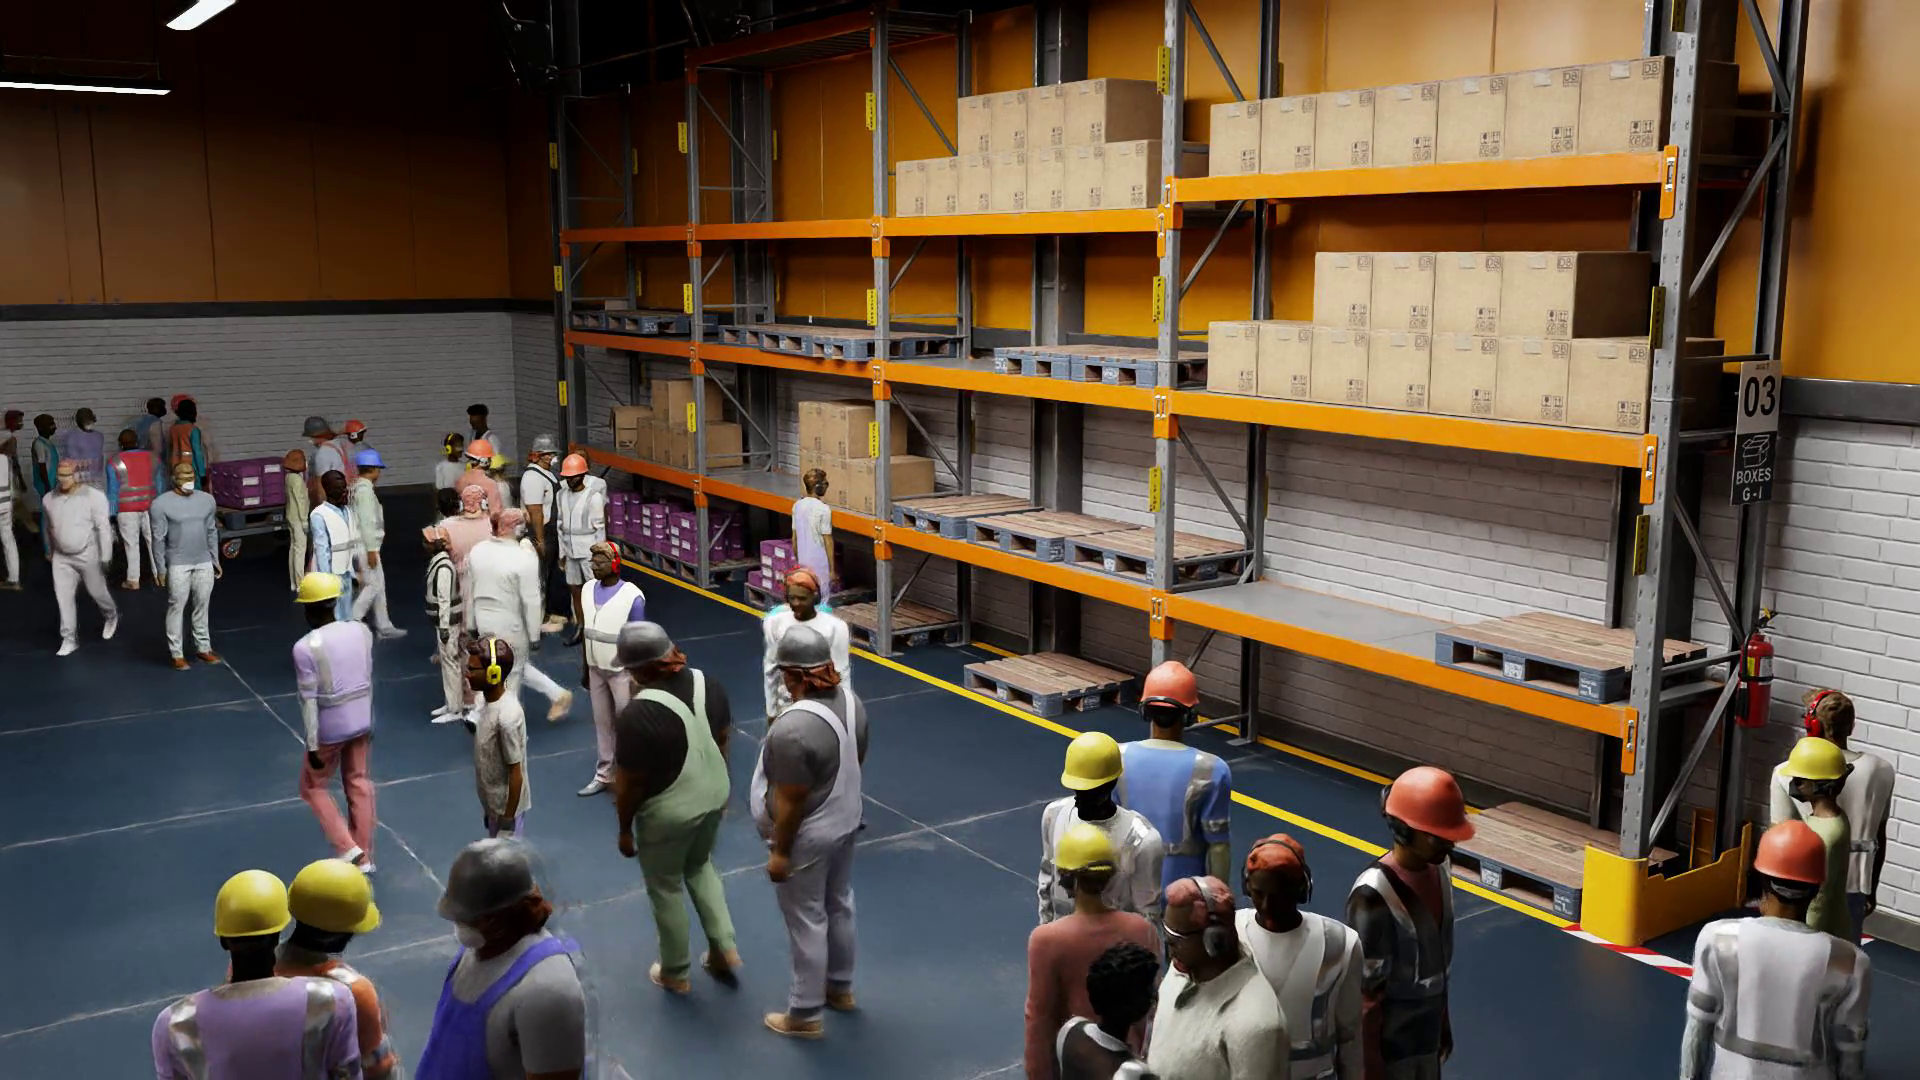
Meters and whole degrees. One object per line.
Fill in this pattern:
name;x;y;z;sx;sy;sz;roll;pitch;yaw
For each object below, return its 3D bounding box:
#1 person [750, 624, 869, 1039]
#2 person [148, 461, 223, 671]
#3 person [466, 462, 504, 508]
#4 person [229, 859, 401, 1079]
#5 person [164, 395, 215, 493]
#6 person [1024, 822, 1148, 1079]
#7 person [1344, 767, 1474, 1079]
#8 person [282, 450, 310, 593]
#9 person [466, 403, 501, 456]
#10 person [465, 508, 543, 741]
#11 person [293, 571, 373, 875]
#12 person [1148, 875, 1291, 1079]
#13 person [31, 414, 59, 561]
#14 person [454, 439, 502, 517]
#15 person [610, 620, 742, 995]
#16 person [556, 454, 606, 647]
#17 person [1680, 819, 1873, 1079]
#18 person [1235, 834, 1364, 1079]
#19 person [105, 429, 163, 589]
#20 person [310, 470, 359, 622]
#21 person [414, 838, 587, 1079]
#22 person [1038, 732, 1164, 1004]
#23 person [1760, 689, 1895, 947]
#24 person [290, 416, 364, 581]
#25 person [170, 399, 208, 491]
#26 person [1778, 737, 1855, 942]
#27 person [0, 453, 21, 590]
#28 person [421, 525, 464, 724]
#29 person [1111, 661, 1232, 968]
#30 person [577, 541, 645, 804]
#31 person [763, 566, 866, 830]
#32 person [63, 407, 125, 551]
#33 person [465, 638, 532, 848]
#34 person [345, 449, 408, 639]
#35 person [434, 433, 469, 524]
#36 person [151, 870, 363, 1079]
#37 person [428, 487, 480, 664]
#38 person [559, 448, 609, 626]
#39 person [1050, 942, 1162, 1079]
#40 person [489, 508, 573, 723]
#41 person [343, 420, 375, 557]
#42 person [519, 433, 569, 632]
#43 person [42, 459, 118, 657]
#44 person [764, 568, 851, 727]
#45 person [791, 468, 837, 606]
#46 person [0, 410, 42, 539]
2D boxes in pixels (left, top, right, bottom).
person;-0.765;1.405;8.173;0.536;2.000;0.688;5;11;25
person;-7.138;0.229;15.379;0.354;1.936;0.635;7;12;36
person;-4.882;0.056;16.899;0.535;1.766;0.321;-4;10;-21
person;-2.137;1.933;5.572;0.632;1.874;0.438;3;10;16
person;-10.474;-1.007;22.668;0.629;1.945;0.722;-2;10;-14
person;0.458;1.903;6.096;0.570;1.746;0.413;-5;11;-26
person;1.616;1.786;5.988;0.410;2.028;0.617;8;13;40
person;-7.488;-0.212;18.856;0.279;1.634;0.498;-7;12;-34
person;-6.060;-0.774;21.256;0.426;1.951;0.652;-7;12;-37
person;-3.511;0.688;12.859;0.679;1.875;0.440;6;11;30
person;-3.812;1.135;10.147;0.422;1.911;0.606;5;11;29
person;0.772;1.975;5.269;0.400;1.894;0.657;-3;10;-15
person;-11.424;-0.661;20.871;0.345;1.846;0.508;-4;11;-23
person;-4.776;-0.014;16.636;0.623;1.992;0.397;6;11;31
person;-1.496;1.344;8.528;0.541;2.000;0.718;7;12;35
person;-3.671;0.121;16.077;0.558;1.924;0.428;5;11;29
person;2.721;1.909;5.596;0.558;1.918;0.680;5;11;29
person;1.076;1.909;5.705;0.585;1.879;0.370;3;10;16
person;-9.476;-0.357;19.110;0.430;1.841;0.624;8;13;40
person;-5.581;0.324;14.872;0.391;1.920;0.588;0;10;2
person;-1.383;1.870;5.443;0.941;2.000;0.678;-6;12;-33
person;0.548;1.703;6.790;0.585;1.918;0.393;8;13;40
person;3.967;1.600;7.630;0.564;1.837;0.384;0;10;-2
person;-7.320;-0.487;19.276;0.846;2.000;0.711;1;10;5
person;-10.256;-0.914;22.144;0.593;1.920;0.391;6;11;31
person;3.670;1.712;7.195;0.340;1.760;0.525;5;11;28
person;-11.139;-0.350;19.004;0.826;1.855;0.614;3;10;16
person;-4.226;0.681;13.629;0.313;1.634;0.514;-4;10;-20
person;0.911;1.542;7.399;0.609;2.035;0.415;4;10;22
person;-2.422;0.912;11.635;0.563;1.847;0.390;6;11;33
person;-1.064;1.042;11.104;0.574;1.789;0.927;-8;12;-38
person;-11.304;-0.776;21.425;0.894;1.900;0.629;3;10;17
person;-2.386;1.418;8.595;0.328;1.873;0.518;-4;11;-24
person;-5.806;0.066;16.364;0.588;1.923;0.641;-4;10;-23
person;-5.770;-0.301;18.787;0.647;1.850;0.519;6;11;30
person;-2.163;1.968;5.199;0.590;1.926;0.388;-4;10;-21
person;-4.729;0.342;15.486;0.607;1.678;0.549;7;12;37
person;-3.878;-0.028;17.157;0.505;1.847;0.347;-3;10;-15
person;0.456;2.083;5.233;0.323;1.688;0.538;-5;11;-26
person;-3.522;0.634;13.340;0.592;1.825;0.637;-5;11;-29
person;-7.644;-0.660;21.169;0.356;1.743;0.579;0;10;1
person;-4.199;-0.089;16.942;0.535;2.000;0.681;-1;10;-6
person;-8.528;0.131;16.152;0.650;1.879;0.876;-1;10;-4
person;-0.950;1.073;10.620;0.599;1.865;0.569;3;10;15
person;-1.346;0.245;15.554;0.513;1.845;0.335;9;13;41
person;-12.681;-0.838;22.154;1.027;1.761;0.569;-7;12;-37
